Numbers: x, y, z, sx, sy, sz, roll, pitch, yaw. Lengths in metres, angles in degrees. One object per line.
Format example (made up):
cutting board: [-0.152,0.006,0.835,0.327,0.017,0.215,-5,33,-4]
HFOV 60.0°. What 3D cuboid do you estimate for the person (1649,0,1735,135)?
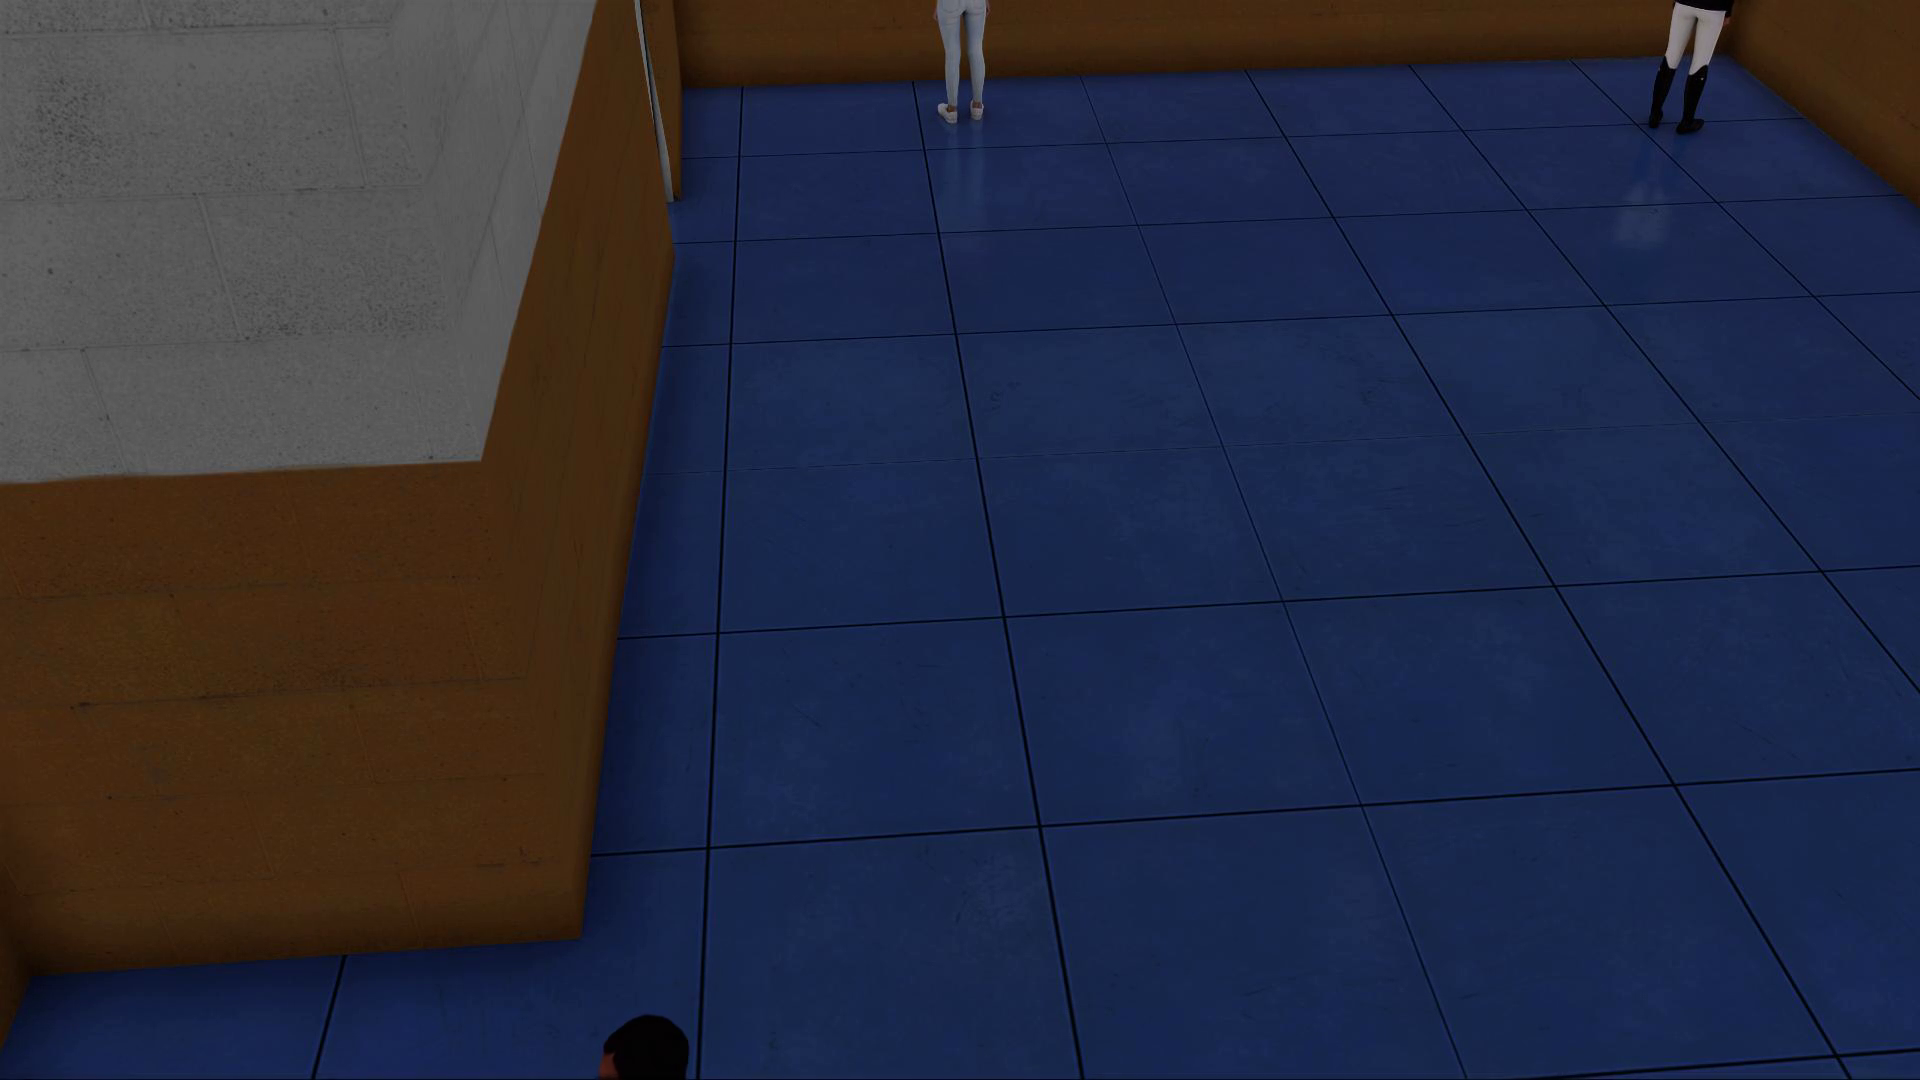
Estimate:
person: [5.267,-3.765,11.839,0.662,1.729,0.723,26,44,31]

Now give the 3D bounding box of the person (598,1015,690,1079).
person: [-0.769,1.837,4.379,0.663,1.741,0.710,30,46,34]

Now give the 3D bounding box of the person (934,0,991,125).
person: [0.017,-3.879,11.986,0.551,1.751,0.673,-9,38,-11]
